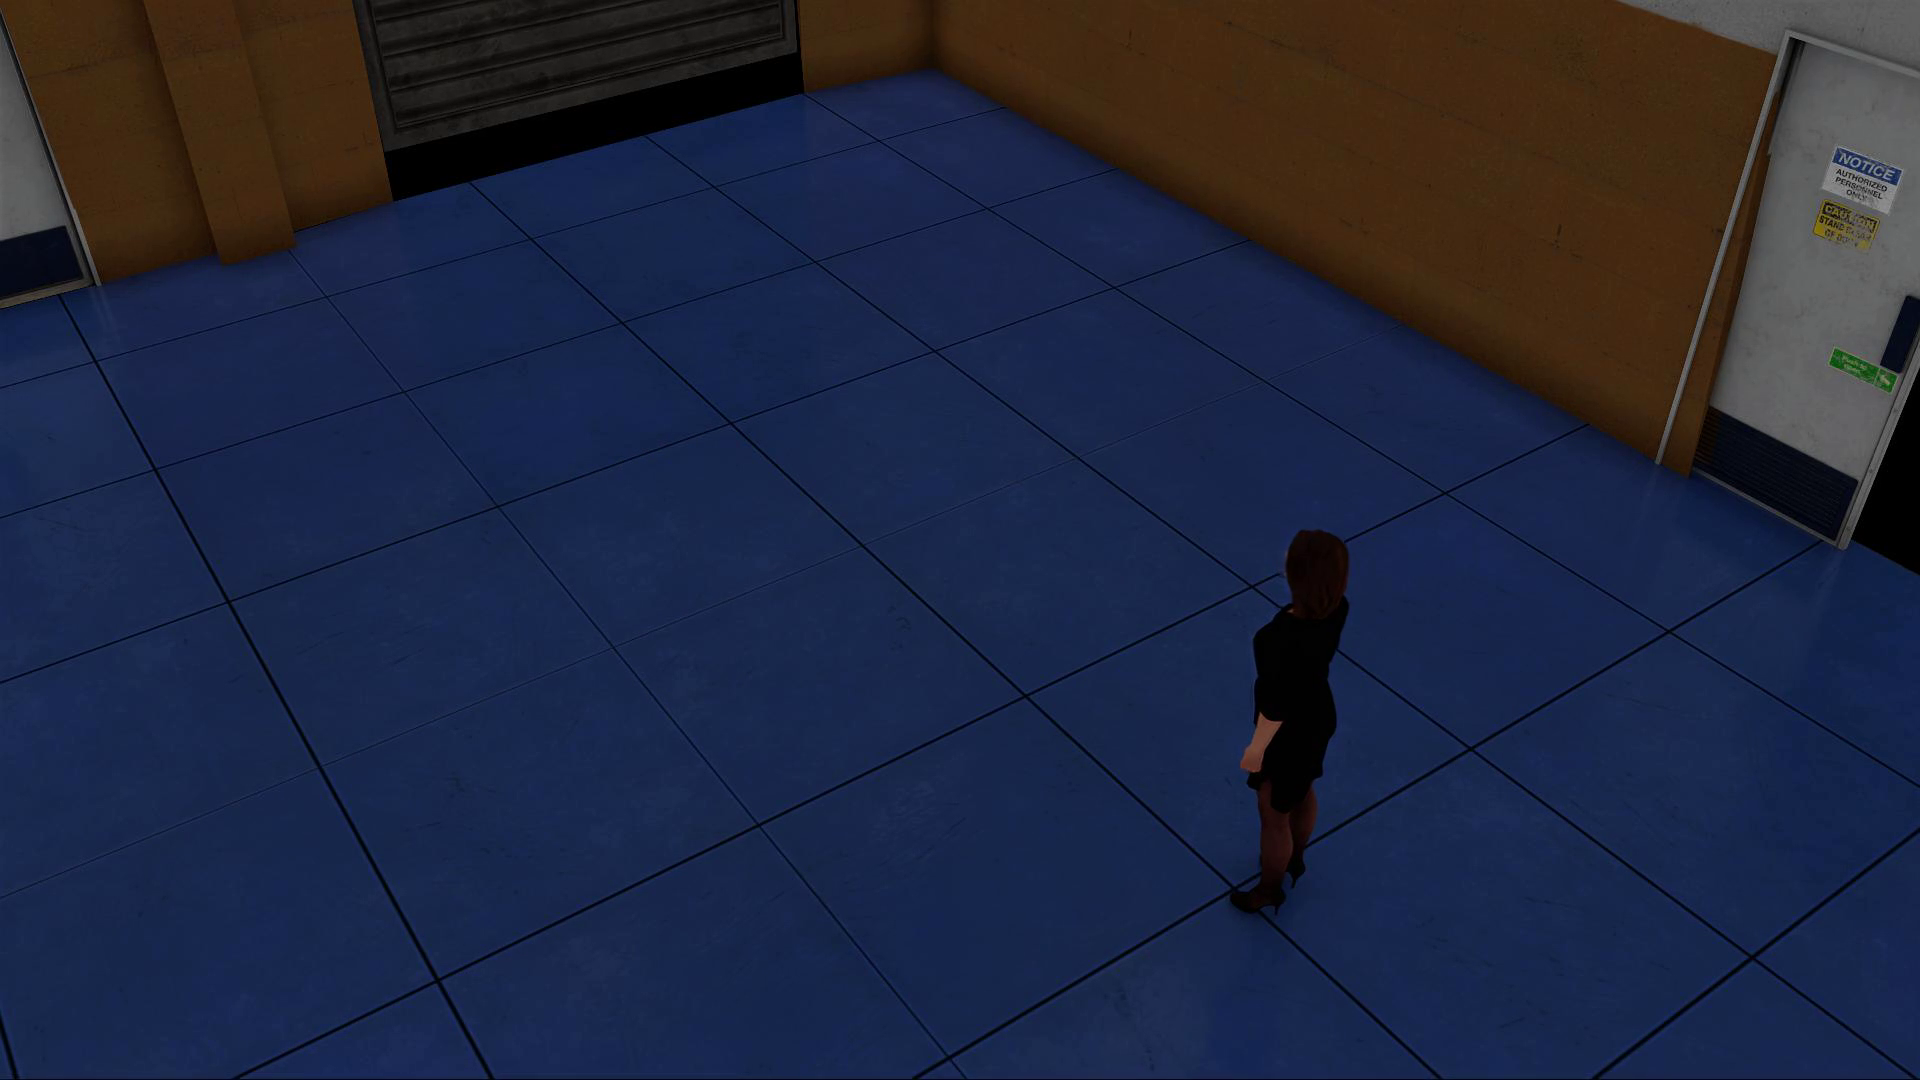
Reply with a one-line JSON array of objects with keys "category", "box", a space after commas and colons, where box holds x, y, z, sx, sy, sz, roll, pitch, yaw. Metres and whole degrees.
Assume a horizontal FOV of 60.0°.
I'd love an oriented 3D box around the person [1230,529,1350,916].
[{"category": "person", "box": [1.167, 0.664, 5.827, 0.698, 1.706, 0.529, 26, 44, 30]}]
